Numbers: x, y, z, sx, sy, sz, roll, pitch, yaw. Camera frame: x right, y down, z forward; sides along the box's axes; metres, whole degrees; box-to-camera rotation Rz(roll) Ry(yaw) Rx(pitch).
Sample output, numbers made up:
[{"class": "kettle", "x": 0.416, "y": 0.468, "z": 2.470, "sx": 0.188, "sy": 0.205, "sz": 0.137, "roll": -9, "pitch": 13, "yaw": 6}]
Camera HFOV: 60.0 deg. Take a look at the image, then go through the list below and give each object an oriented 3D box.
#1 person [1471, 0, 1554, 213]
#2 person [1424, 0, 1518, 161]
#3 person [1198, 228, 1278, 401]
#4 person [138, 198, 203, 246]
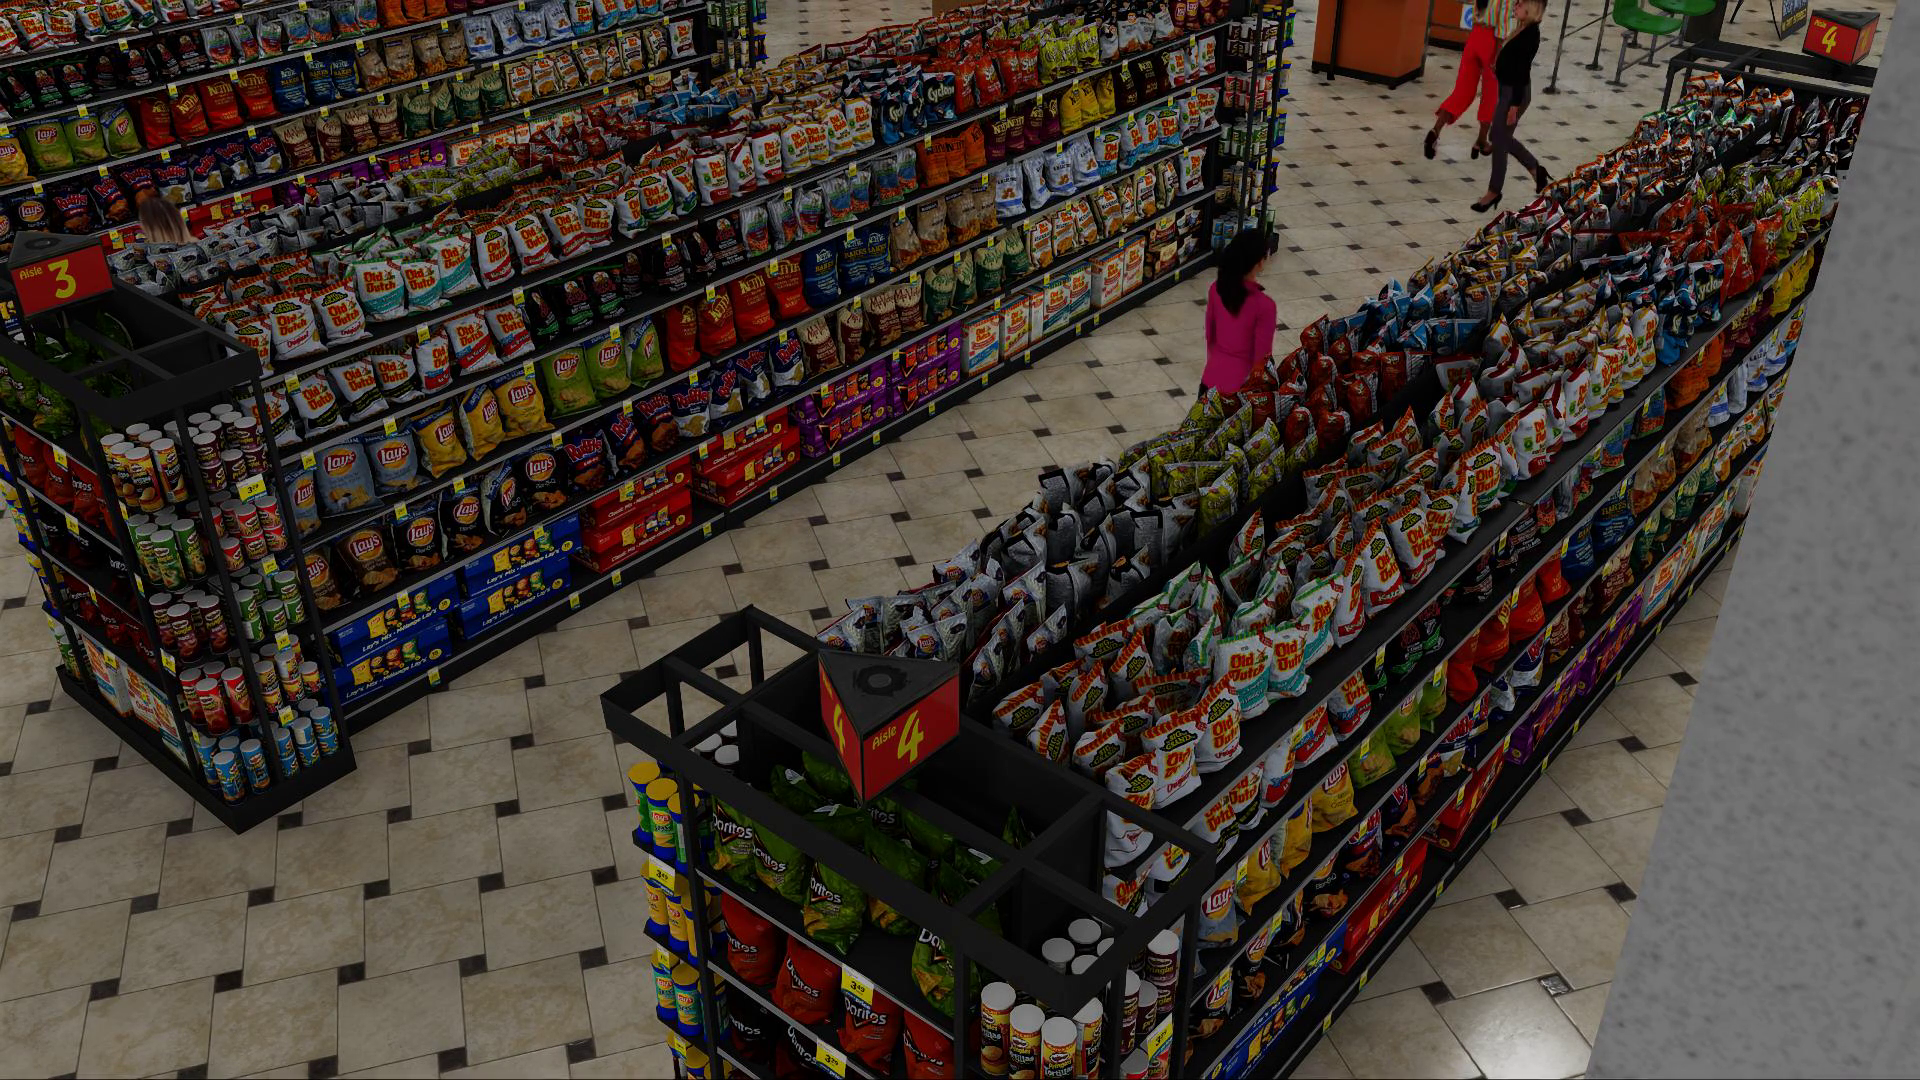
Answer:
[{"class": "person", "x": 4.190, "y": -3.225, "z": 12.356, "sx": 0.842, "sy": 1.658, "sz": 0.836, "roll": 8, "pitch": 33, "yaw": 13}, {"class": "person", "x": 4.091, "y": -3.821, "z": 13.215, "sx": 1.158, "sy": 1.763, "sz": 0.773, "roll": -22, "pitch": 38, "yaw": -31}, {"class": "person", "x": 1.303, "y": -0.736, "z": 8.334, "sx": 0.612, "sy": 1.682, "sz": 0.992, "roll": 28, "pitch": 41, "yaw": 37}, {"class": "person", "x": -3.991, "y": -0.996, "z": 8.746, "sx": 0.744, "sy": 1.687, "sz": 0.613, "roll": 8, "pitch": 33, "yaw": 13}]
